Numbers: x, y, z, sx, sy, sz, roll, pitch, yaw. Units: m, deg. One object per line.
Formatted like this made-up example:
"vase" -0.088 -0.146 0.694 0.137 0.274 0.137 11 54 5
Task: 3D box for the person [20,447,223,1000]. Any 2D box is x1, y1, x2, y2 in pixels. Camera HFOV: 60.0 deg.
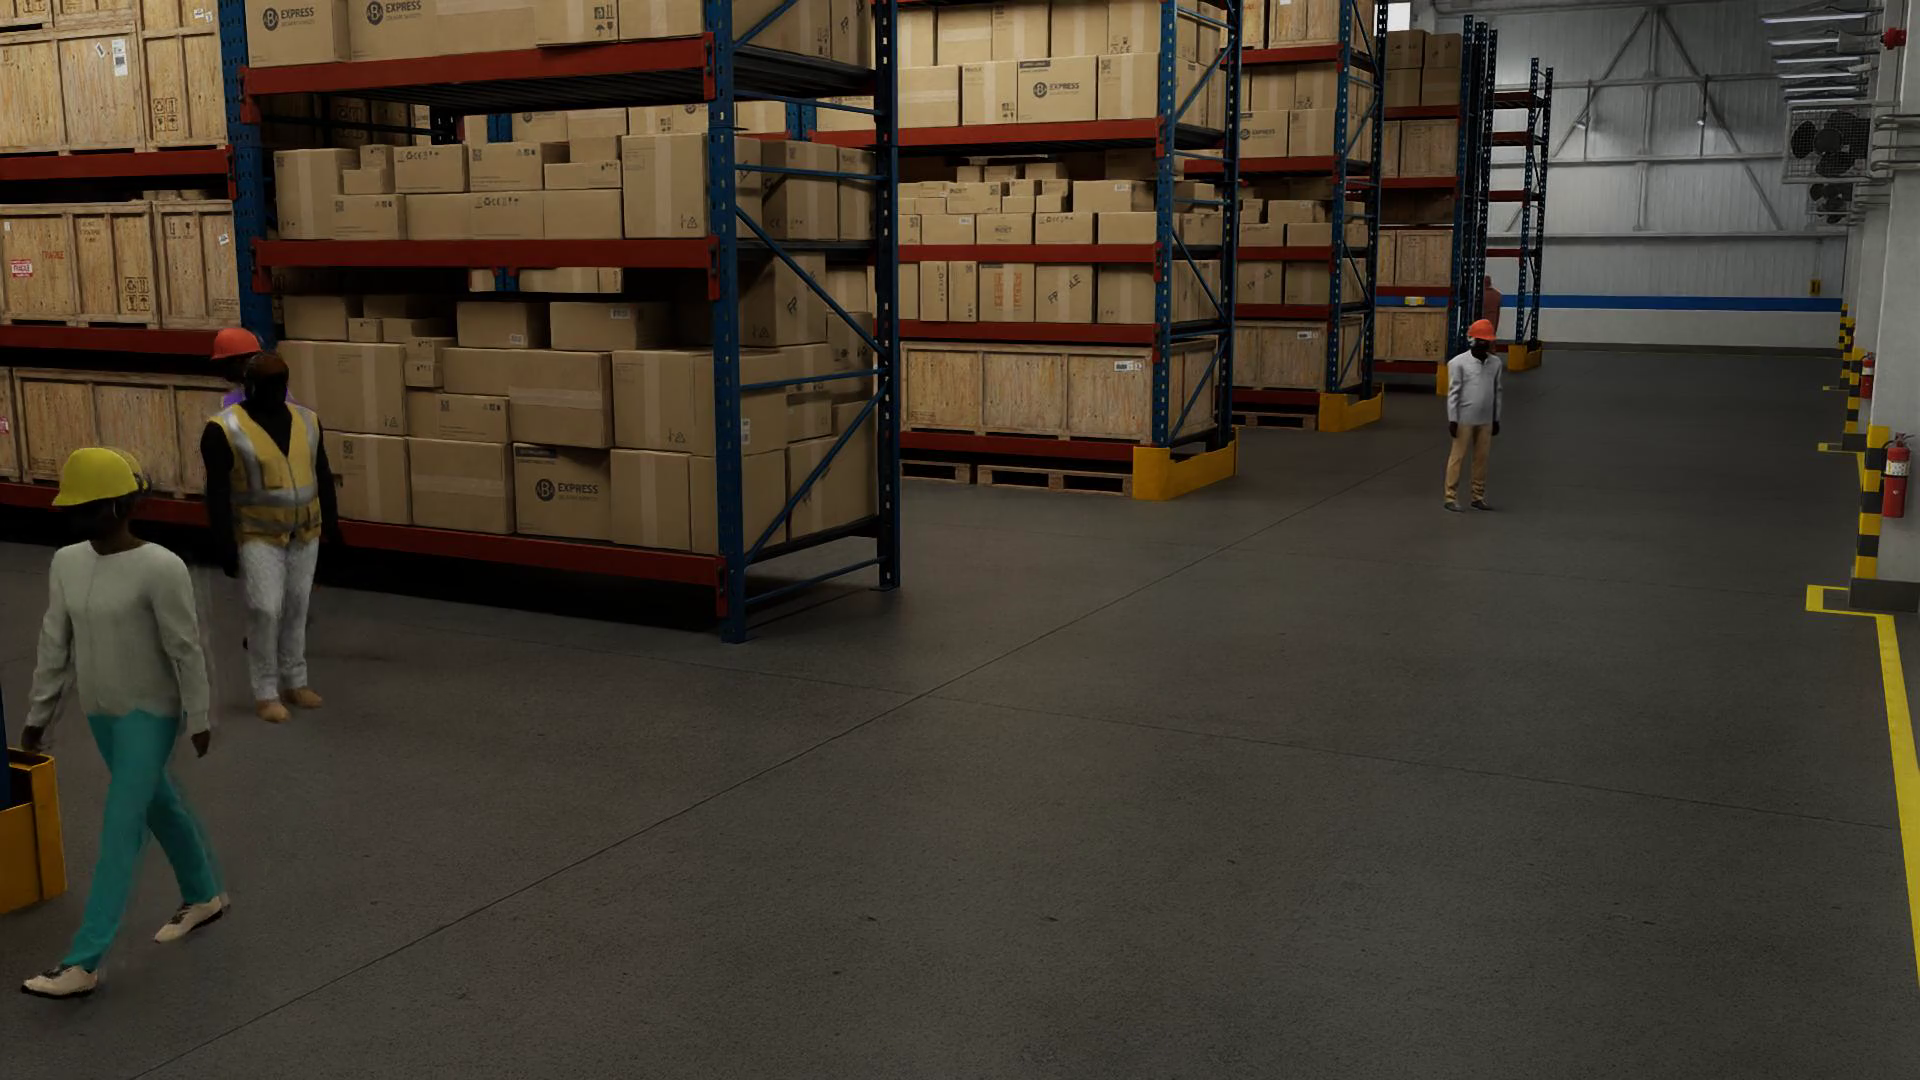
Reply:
"person" -2.728 0.566 5.333 0.534 1.719 0.925 4 11 21

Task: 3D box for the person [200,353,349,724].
"person" -3.434 -0.022 8.401 0.475 1.841 0.632 7 12 36

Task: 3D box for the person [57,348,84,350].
"person" -10.171 -1.752 19.015 0.458 1.625 0.534 7 12 35

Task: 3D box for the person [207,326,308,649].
"person" -4.081 -0.280 9.658 0.457 1.915 0.542 2 10 14

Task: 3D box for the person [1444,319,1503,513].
"person" 4.647 -1.113 14.983 0.566 1.742 0.351 -3 10 -19

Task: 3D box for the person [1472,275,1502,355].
"person" 10.046 -4.113 31.894 0.639 1.902 0.407 -4 11 -23
